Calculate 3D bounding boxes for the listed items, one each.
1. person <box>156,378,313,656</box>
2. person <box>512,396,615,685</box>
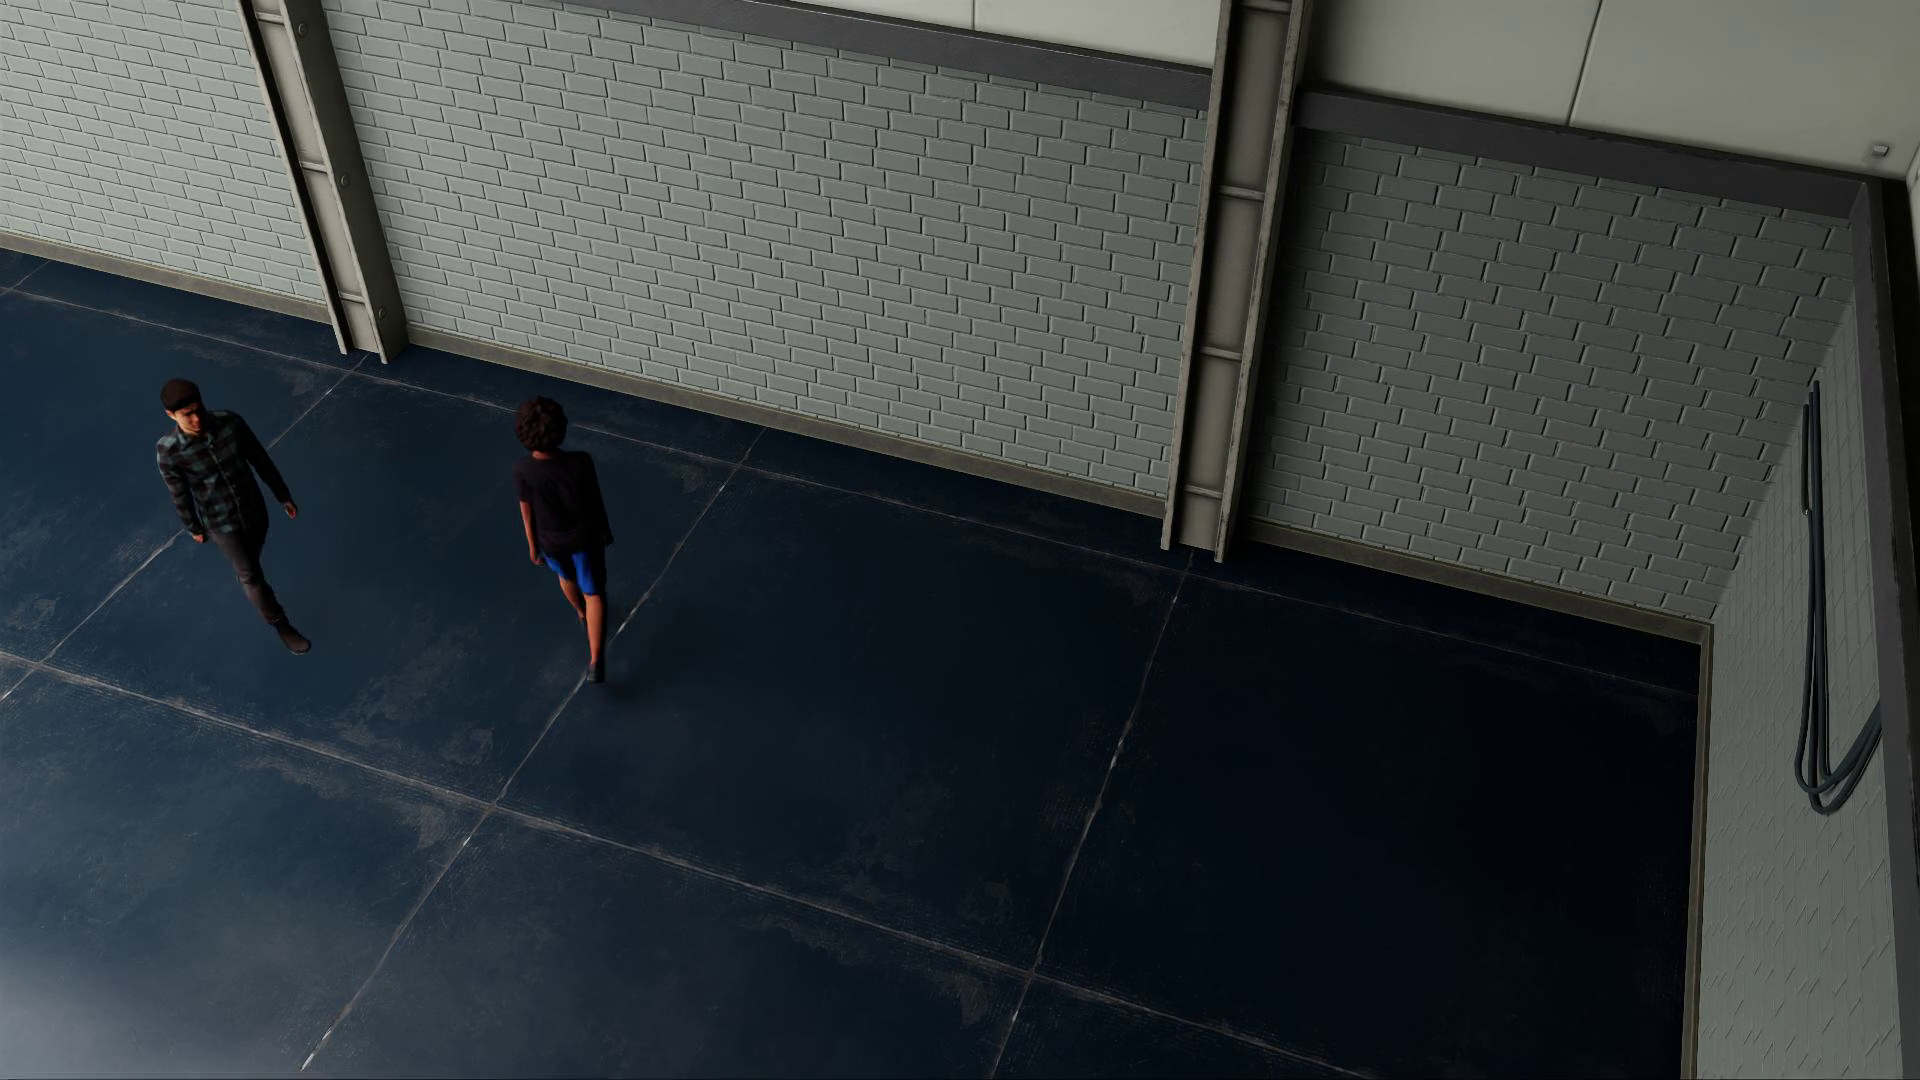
[{"bbox_3d":[-3.910,-0.219,8.873,1.160,1.681,0.915,29,50,28],"label":"person"},{"bbox_3d":[-2.102,0.025,8.987,1.149,1.771,1.027,-6,43,-7],"label":"person"}]
